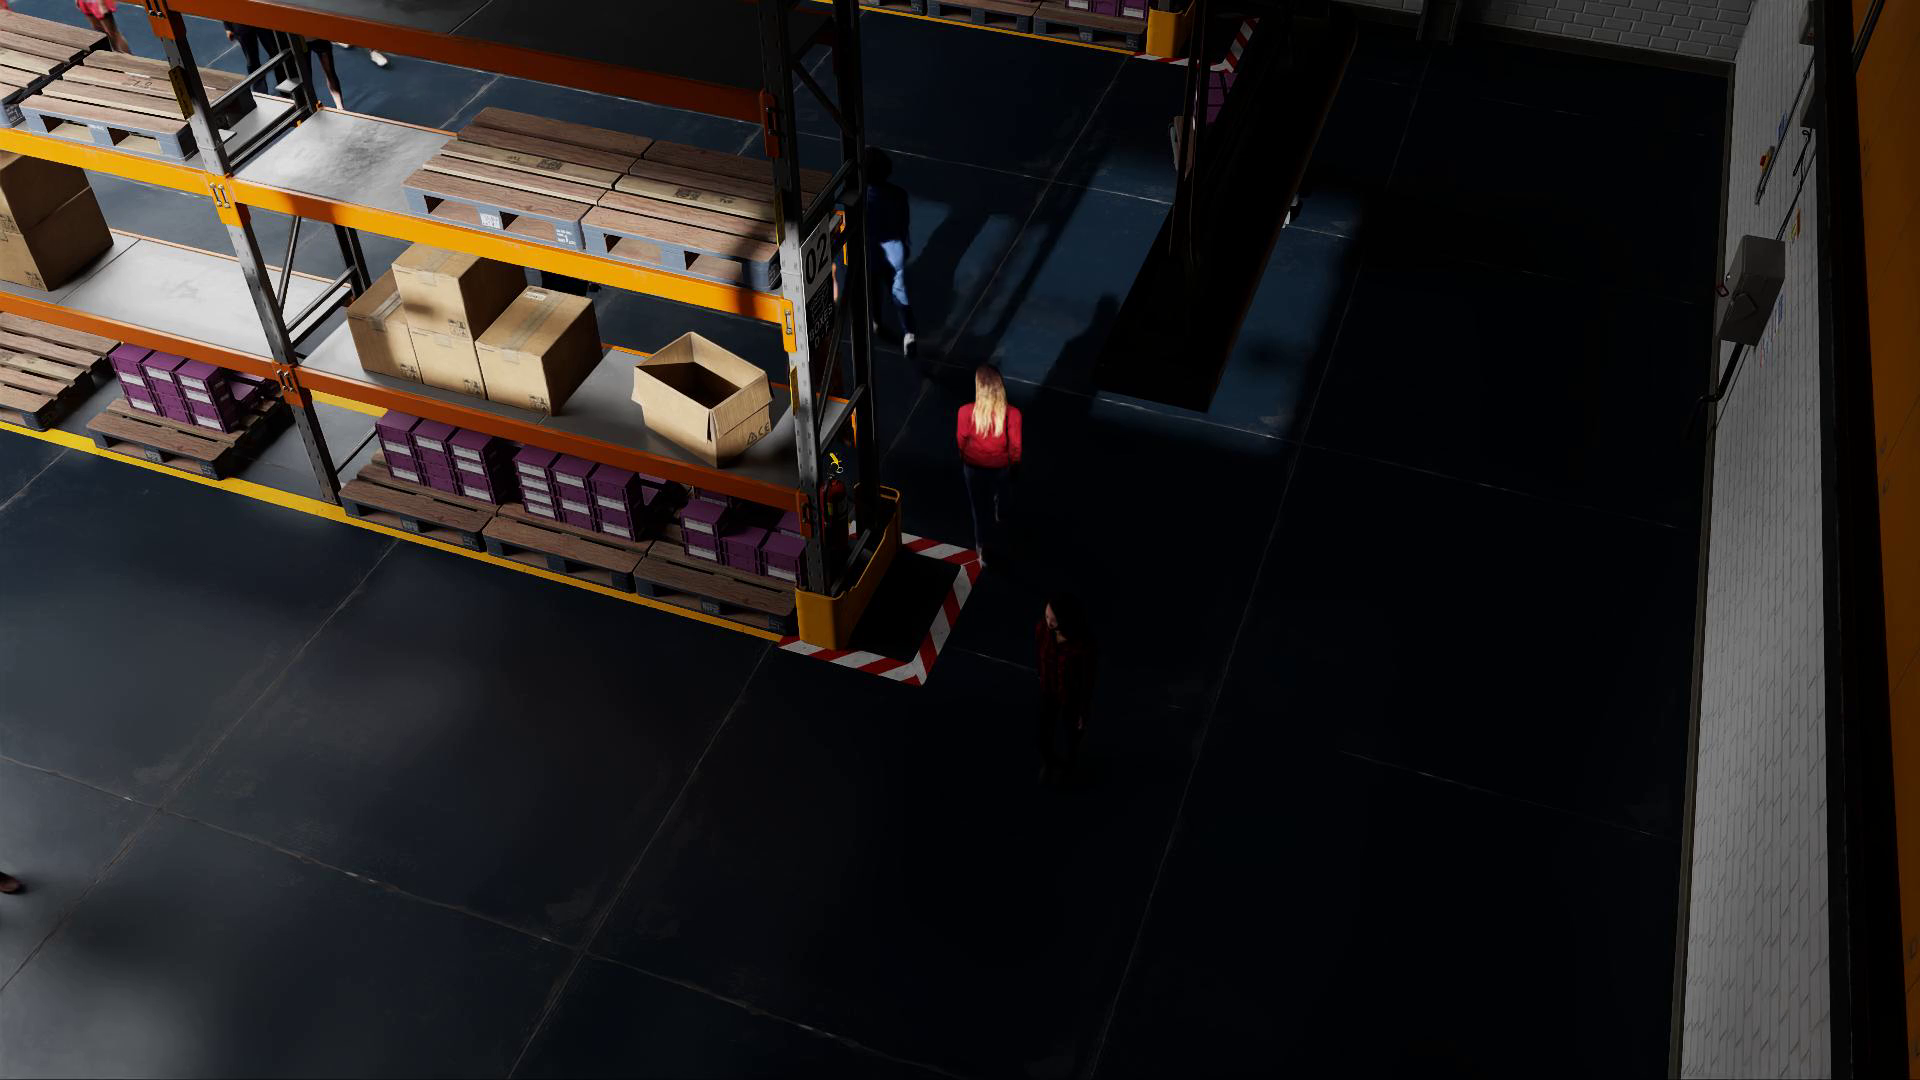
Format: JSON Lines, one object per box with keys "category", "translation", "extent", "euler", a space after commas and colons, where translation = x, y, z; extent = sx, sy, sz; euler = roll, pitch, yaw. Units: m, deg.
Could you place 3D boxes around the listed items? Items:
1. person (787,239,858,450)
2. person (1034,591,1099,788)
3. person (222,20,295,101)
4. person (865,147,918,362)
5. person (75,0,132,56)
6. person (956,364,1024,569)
{"category": "person", "translation": [-1.171, -1.581, 12.561], "extent": [1.018, 1.771, 1.212], "euler": [-27, 50, -26]}
{"category": "person", "translation": [0.677, 0.843, 10.111], "extent": [0.594, 1.641, 0.692], "euler": [18, 47, 18]}
{"category": "person", "translation": [-6.885, -5.069, 16.191], "extent": [0.743, 1.814, 0.848], "euler": [-11, 45, -11]}
{"category": "person", "translation": [-0.593, -2.245, 13.253], "extent": [1.111, 1.777, 1.164], "euler": [-17, 46, -17]}
{"category": "person", "translation": [-8.654, -5.402, 16.580], "extent": [0.541, 1.760, 0.691], "euler": [24, 48, 23]}
{"category": "person", "translation": [0.201, -0.465, 11.508], "extent": [0.949, 1.608, 0.908], "euler": [-5, 44, -5]}
